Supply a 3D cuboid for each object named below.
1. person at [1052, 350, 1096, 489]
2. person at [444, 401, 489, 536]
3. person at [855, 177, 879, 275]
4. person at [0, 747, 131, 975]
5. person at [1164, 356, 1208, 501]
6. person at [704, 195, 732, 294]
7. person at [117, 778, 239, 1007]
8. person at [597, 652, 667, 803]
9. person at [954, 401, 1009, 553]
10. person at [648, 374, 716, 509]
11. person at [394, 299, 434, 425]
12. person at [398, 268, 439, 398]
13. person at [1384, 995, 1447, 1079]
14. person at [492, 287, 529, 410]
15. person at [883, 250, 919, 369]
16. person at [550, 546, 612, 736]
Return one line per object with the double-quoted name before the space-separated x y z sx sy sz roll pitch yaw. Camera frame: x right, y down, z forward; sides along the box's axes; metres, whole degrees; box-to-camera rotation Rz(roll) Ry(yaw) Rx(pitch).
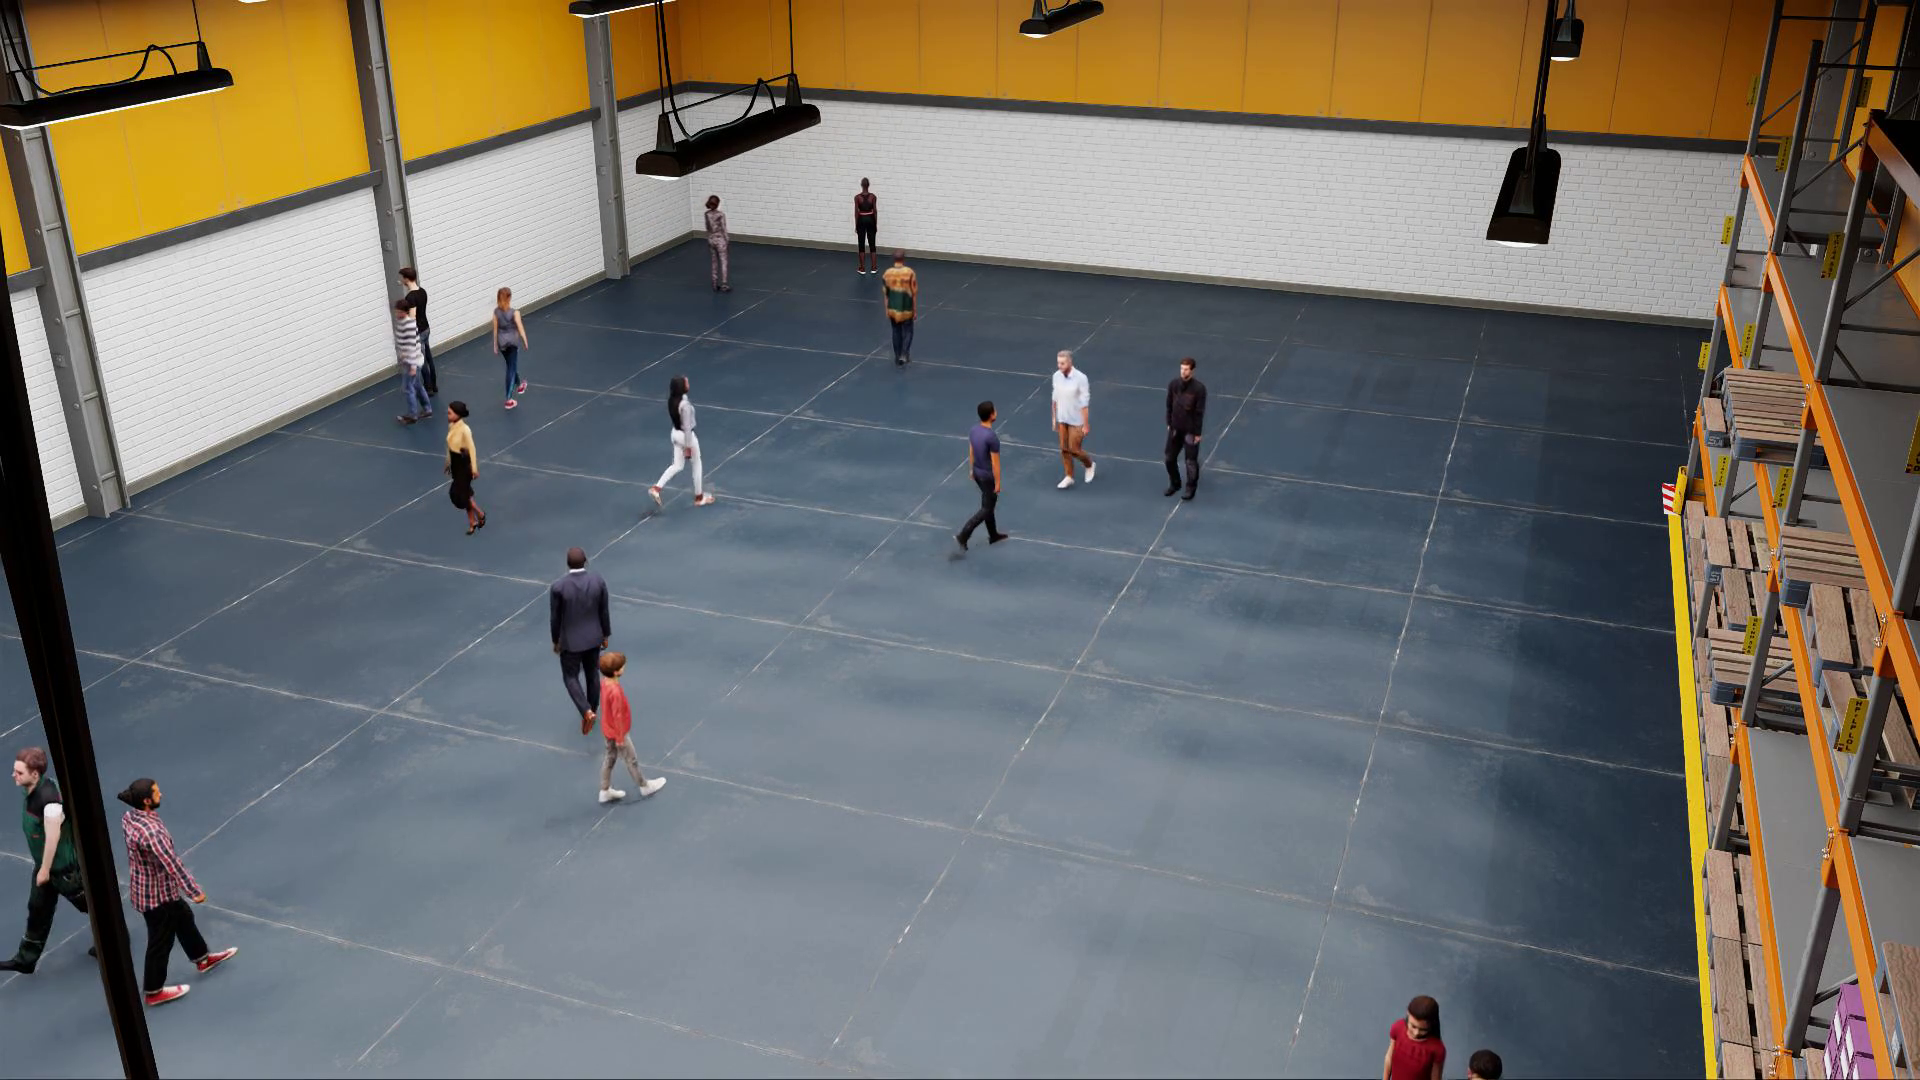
"person" 1.443 -1.529 20.781 0.852 1.803 0.906 18 29 35
"person" -5.740 -0.844 19.412 0.786 1.643 0.720 -20 31 -39
"person" -1.726 -5.794 30.591 0.664 1.760 0.686 -5 24 -11
"person" -6.423 2.301 12.032 1.213 1.792 0.975 -21 31 -39
"person" 2.818 -1.382 20.419 0.788 1.824 0.743 14 27 30
"person" -4.297 -5.242 29.382 0.590 1.717 0.590 11 26 24
"person" -5.708 2.495 11.653 1.071 1.741 0.955 -17 29 -34
"person" -2.972 1.613 14.098 0.894 1.399 0.799 -14 27 -29
"person" 0.229 -0.697 18.918 1.164 1.770 1.006 -17 29 -33
"person" -3.406 -1.163 20.067 1.142 1.704 0.990 -15 28 -30
"person" -7.530 -2.456 22.896 0.978 1.807 0.920 -9 25 -19
"person" -7.821 -3.014 24.066 0.797 1.893 0.616 2 24 4
"person" 2.761 3.316 10.034 0.643 1.534 0.701 17 29 34
"person" -6.425 -2.693 23.595 0.719 1.681 1.148 4 24 8
"person" -0.914 -3.480 25.258 0.750 1.792 0.740 4 24 8
"person" -3.433 0.936 15.132 0.995 1.809 1.050 -11 26 -24
